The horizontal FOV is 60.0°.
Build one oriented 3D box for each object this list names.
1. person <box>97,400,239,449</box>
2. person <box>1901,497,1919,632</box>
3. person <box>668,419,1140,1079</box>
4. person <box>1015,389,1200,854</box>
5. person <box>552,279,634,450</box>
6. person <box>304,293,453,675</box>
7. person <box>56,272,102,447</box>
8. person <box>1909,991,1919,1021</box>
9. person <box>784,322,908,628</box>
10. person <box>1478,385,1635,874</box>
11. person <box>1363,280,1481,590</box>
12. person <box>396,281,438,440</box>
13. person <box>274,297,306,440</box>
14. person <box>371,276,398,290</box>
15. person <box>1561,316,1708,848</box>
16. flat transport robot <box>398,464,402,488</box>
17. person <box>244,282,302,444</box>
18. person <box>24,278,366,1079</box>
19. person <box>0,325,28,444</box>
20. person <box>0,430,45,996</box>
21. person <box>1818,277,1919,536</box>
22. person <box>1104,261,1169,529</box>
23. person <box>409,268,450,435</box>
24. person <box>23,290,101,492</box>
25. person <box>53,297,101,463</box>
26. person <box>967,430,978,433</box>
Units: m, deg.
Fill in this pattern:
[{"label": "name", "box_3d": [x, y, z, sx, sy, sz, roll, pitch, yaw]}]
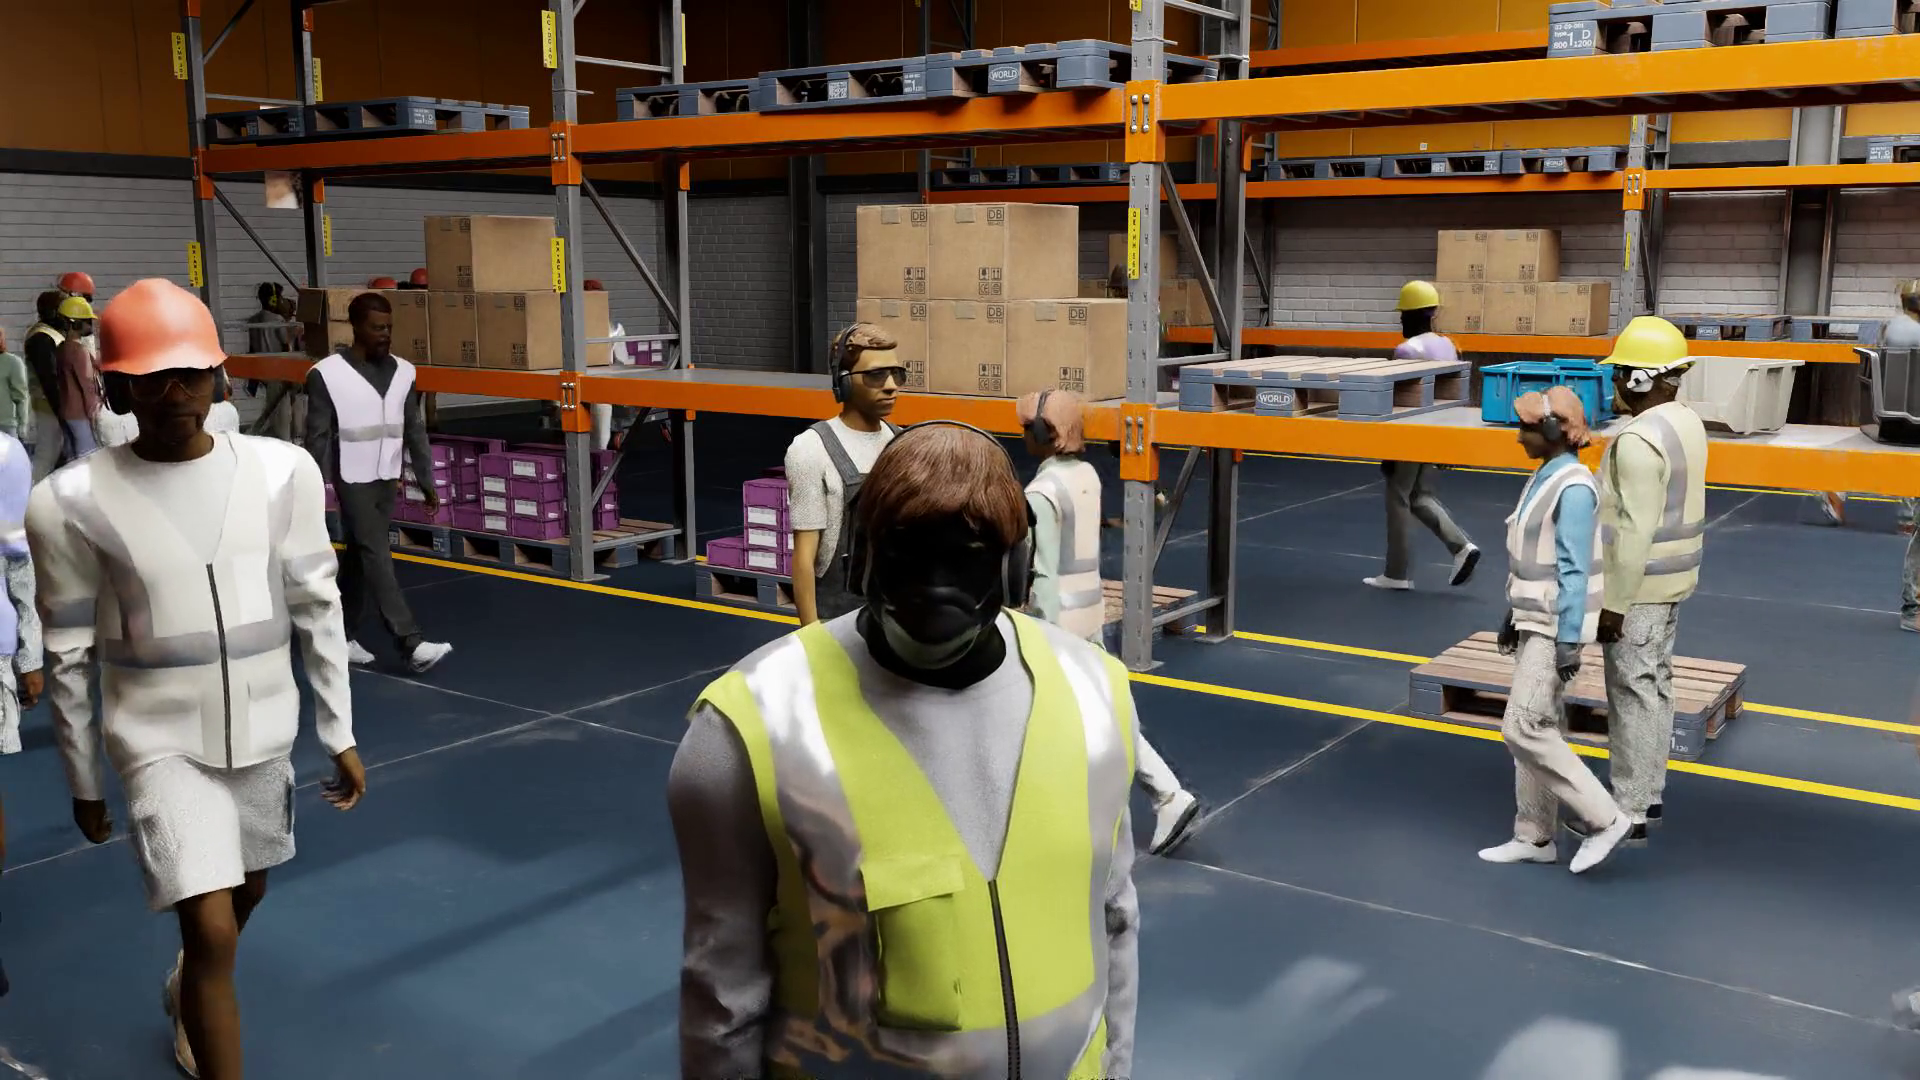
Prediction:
[{"label": "person", "box_3d": [-2.775, 0.109, 5.938, 0.403, 1.857, 0.555, 8, 12, 38]}, {"label": "person", "box_3d": [5.381, -0.358, 9.055, 0.491, 1.744, 0.295, -9, 13, -43]}, {"label": "person", "box_3d": [-0.031, 0.767, 2.077, 0.624, 1.841, 0.430, -5, 11, -26]}, {"label": "person", "box_3d": [0.410, 0.290, 5.630, 0.791, 1.606, 0.508, 5, 11, 28]}, {"label": "person", "box_3d": [-2.844, -1.084, 12.970, 0.615, 1.873, 0.546, -5, 11, -26]}, {"label": "person", "box_3d": [-2.836, -0.268, 8.166, 1.004, 1.857, 0.594, 5, 11, 28]}, {"label": "person", "box_3d": [-7.542, -1.305, 14.151, 0.624, 1.940, 1.044, 6, 11, 31]}, {"label": "person", "box_3d": [2.767, 0.532, 3.998, 0.787, 1.670, 0.540, 2, 10, 12]}, {"label": "person", "box_3d": [-0.293, 0.278, 4.962, 0.351, 1.847, 0.507, 8, 12, 40]}, {"label": "person", "box_3d": [1.964, 0.304, 5.487, 0.389, 1.624, 0.526, 2, 10, 9]}, {"label": "person", "box_3d": [2.803, -0.612, 10.079, 0.592, 1.908, 0.626, -9, 13, -43]}, {"label": "person", "box_3d": [-6.211, -2.060, 19.018, 0.661, 1.810, 0.731, 2, 10, 14]}, {"label": "person", "box_3d": [-7.072, -1.727, 17.520, 0.521, 1.639, 0.309, 2, 10, 14]}, {"label": "person", "box_3d": [-5.518, -1.507, 15.484, 0.879, 1.890, 0.585, -1, 10, -6]}, {"label": "person", "box_3d": [2.345, 0.147, 5.780, 0.403, 1.833, 0.591, 7, 12, 36]}, {"label": "flat transport robot", "box_3d": [-4.711, -0.630, 15.049, 1.431, 0.197, 0.652, -9, 13, -43]}, {"label": "person", "box_3d": [-6.782, -1.601, 16.237, 0.496, 1.827, 0.902, 7, 12, 36]}, {"label": "person", "box_3d": [-1.734, 0.411, 3.751, 0.605, 1.998, 1.039, -9, 13, -42]}, {"label": "person", "box_3d": [-7.110, -0.825, 12.183, 0.557, 1.613, 0.385, 1, 10, 5]}, {"label": "person", "box_3d": [-2.869, 0.290, 4.655, 0.568, 1.923, 0.652, -6, 11, -32]}, {"label": "person", "box_3d": [6.887, -0.982, 12.285, 0.855, 1.916, 0.635, 7, 12, 36]}, {"label": "person", "box_3d": [1.270, -1.090, 12.532, 0.538, 2.000, 0.697, 3, 10, 18]}, {"label": "person", "box_3d": [-5.999, -2.071, 18.664, 0.551, 1.940, 0.349, 6, 11, 33]}, {"label": "person", "box_3d": [-6.921, -1.006, 12.775, 0.883, 1.814, 0.630, -1, 10, -6]}, {"label": "person", "box_3d": [-6.313, -0.861, 11.987, 0.524, 1.769, 0.309, 9, 13, 43]}, {"label": "person", "box_3d": [0.077, -1.617, 15.913, 0.600, 1.958, 0.378, -6, 11, -33]}]
